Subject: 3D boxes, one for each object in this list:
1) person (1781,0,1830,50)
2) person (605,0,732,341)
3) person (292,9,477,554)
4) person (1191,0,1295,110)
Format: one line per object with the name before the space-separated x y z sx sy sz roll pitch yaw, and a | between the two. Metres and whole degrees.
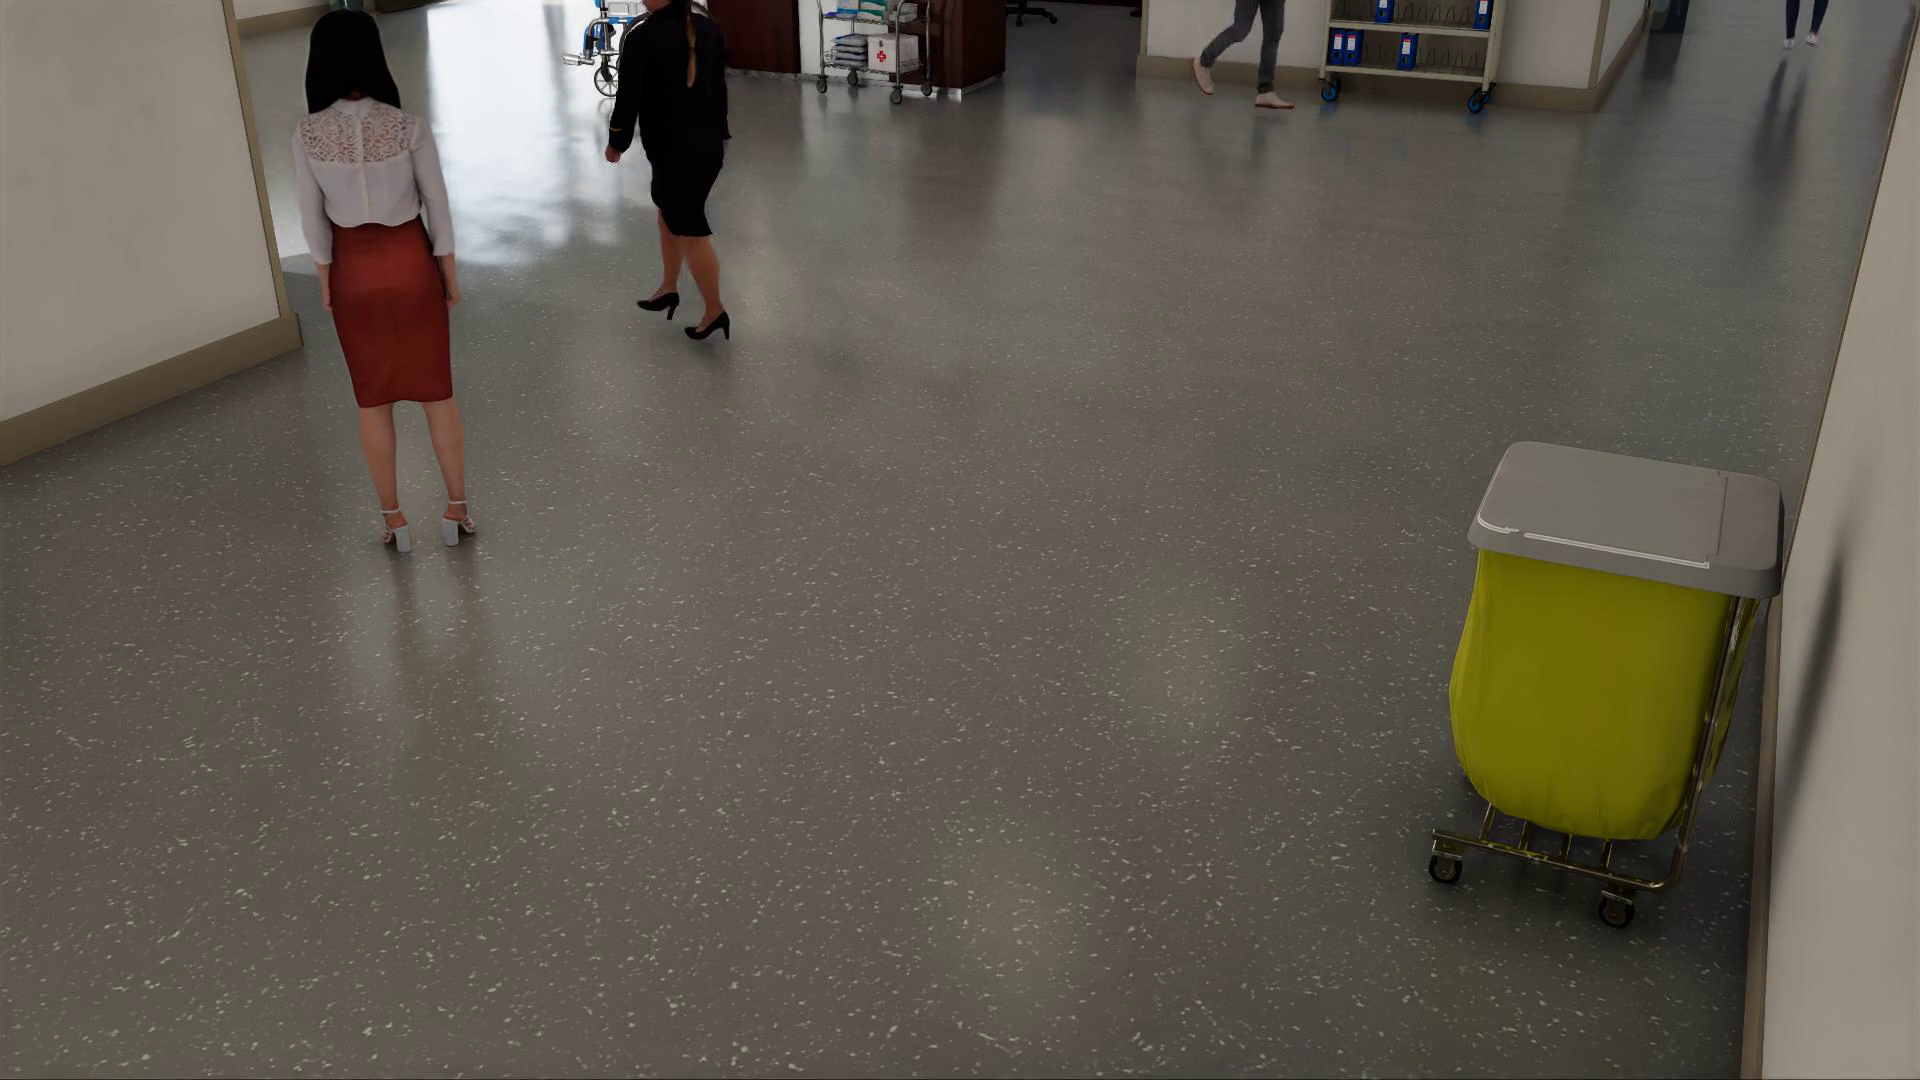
person | 7.317 -5.087 14.253 0.510 1.725 0.686 12 28 23
person | -1.157 -1.664 7.243 0.876 1.649 0.748 14 29 26
person | -1.825 -0.788 5.309 0.645 1.751 0.727 -6 26 -13
person | 2.076 -4.064 11.979 1.237 1.859 0.920 23 34 39
